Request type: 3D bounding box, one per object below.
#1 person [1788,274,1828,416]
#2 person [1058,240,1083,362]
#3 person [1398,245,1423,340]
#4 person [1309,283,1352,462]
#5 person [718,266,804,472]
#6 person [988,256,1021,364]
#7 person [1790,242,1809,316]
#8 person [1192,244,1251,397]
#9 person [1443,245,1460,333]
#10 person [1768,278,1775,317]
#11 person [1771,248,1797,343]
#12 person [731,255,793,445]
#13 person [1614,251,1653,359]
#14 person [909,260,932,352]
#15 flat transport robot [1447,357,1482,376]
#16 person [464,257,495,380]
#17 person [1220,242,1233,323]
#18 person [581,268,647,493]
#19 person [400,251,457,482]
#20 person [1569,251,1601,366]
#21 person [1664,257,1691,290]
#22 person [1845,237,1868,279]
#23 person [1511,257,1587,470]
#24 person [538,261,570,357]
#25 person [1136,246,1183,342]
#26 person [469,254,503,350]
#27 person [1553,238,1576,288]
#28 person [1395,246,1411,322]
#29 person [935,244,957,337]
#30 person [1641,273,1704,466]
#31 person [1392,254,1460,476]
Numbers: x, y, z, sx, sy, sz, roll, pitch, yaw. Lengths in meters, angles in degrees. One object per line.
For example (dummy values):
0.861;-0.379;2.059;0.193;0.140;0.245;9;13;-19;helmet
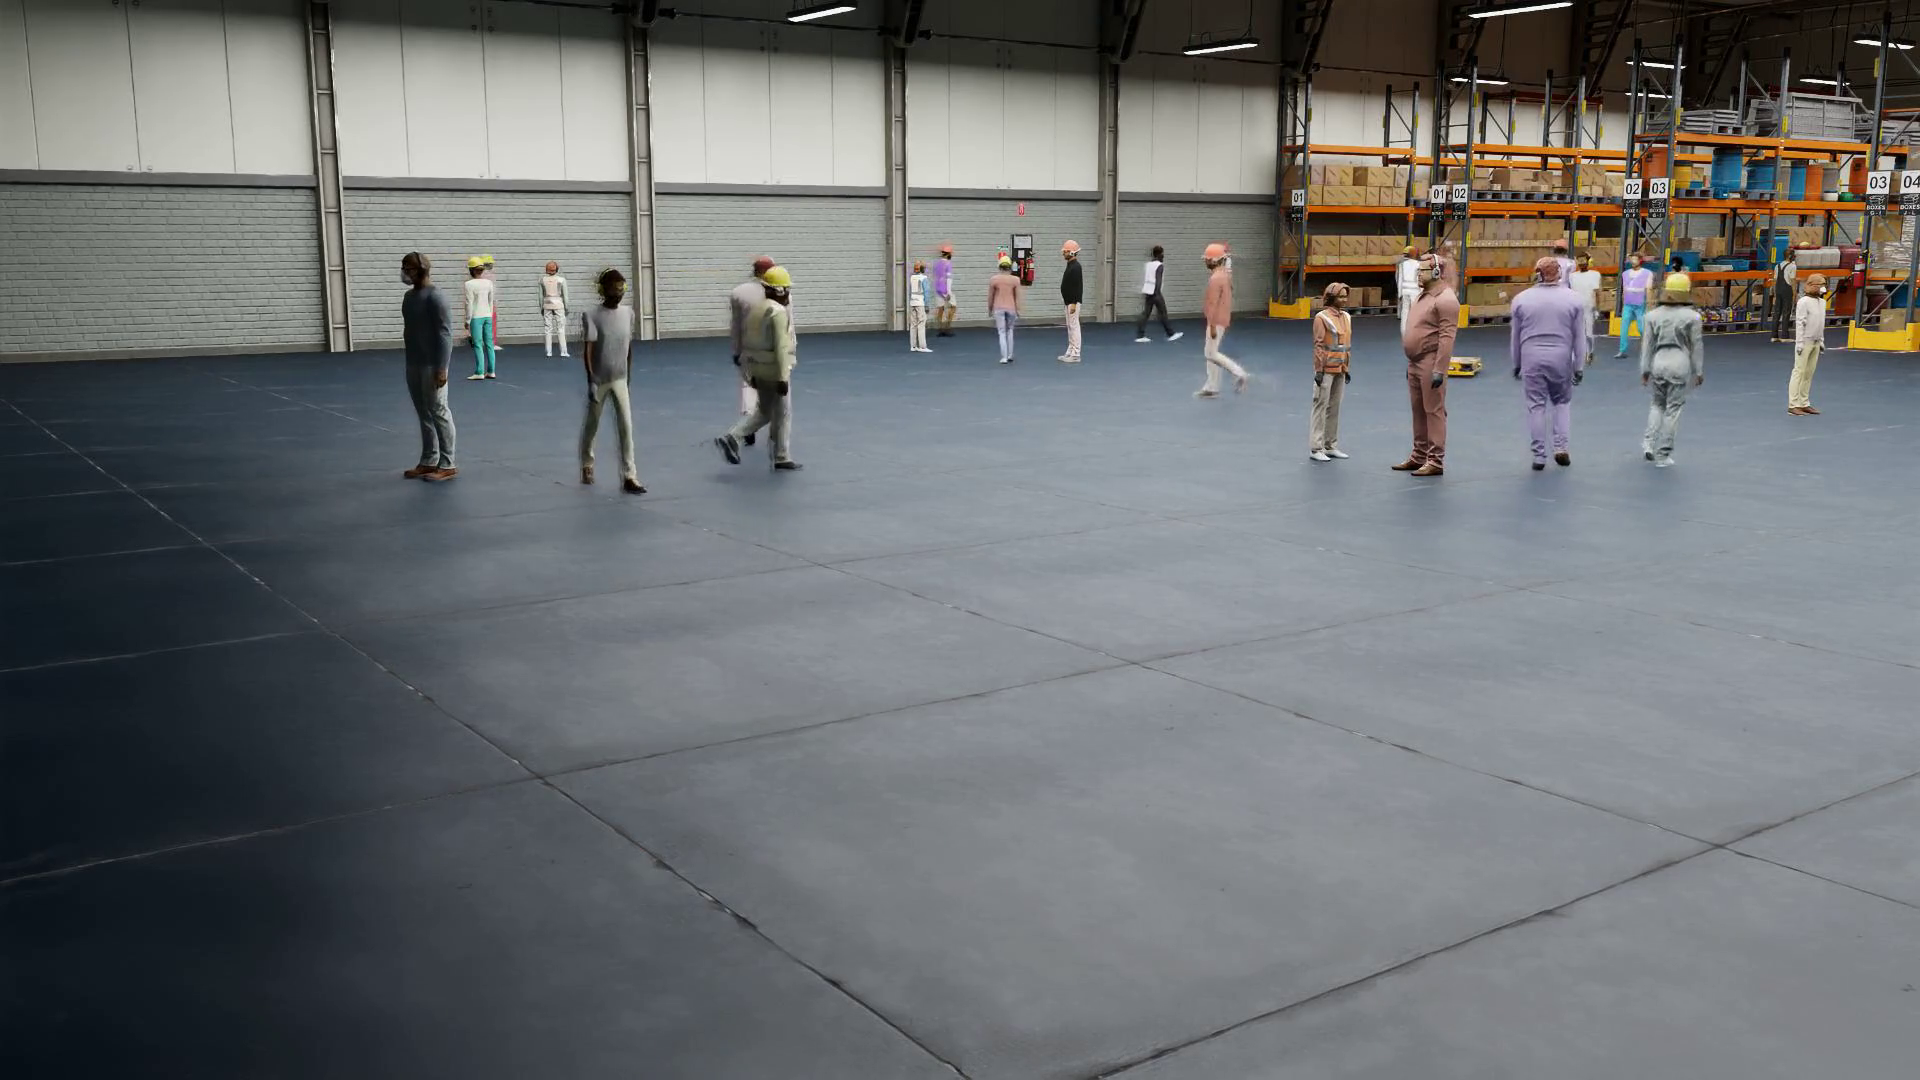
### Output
9.844;-2.260;19.259;0.498;1.634;0.279;-7;12;-32;person
1.835;-3.937;27.466;0.378;1.996;0.611;-1;10;-8;person
9.010;-4.921;33.165;0.346;1.882;0.580;-10;14;-43;person
3.431;-1.549;15.359;0.523;1.636;0.309;-10;14;-43;person
-1.731;-1.476;14.496;0.648;1.817;0.604;-6;12;-28;person
0.708;-3.767;27.272;0.526;1.732;0.795;-2;10;-10;person
21.309;-6.585;42.163;0.373;1.928;0.584;-6;12;-30;person
3.348;-2.776;21.185;0.674;1.976;0.609;4;11;20;person
10.406;-5.367;35.594;0.712;1.889;0.654;-1;10;-6;person
19.735;-6.246;40.311;0.373;1.928;0.543;-4;11;-22;person
16.067;-4.758;32.378;0.345;1.846;0.508;-4;11;-22;person
-1.981;-1.900;16.615;0.640;1.882;0.838;0;10;0;person
11.518;-3.995;28.285;0.874;1.813;0.579;-8;13;-36;person
-0.728;-4.173;29.733;0.314;1.641;0.515;-8;13;-36;person
7.424;-2.618;24.962;0.652;0.197;1.431;4;11;23;flat transport robot
-6.949;-3.193;24.016;0.314;1.769;0.525;5;12;27;person
6.267;-6.128;39.634;0.354;1.939;0.544;-9;14;-42;person
-2.899;-1.308;13.586;0.537;1.815;1.010;-8;13;-36;person
-4.505;-1.463;14.063;0.352;1.936;0.635;-10;14;-44;person
9.863;-3.637;26.244;0.523;1.846;0.833;7;12;32;person
14.301;-4.836;33.314;0.825;1.650;0.543;-4;11;-21;person
25.635;-7.622;47.532;0.609;2.044;0.393;6;12;31;person
5.238;-1.571;14.837;0.656;1.871;0.678;4;11;21;person
-6.950;-3.945;28.484;0.510;1.640;0.308;0;10;3;person
3.903;-4.841;32.767;0.987;1.863;0.618;-4;11;-21;person
-8.577;-4.289;30.040;0.539;1.750;0.578;6;12;30;person
11.104;-4.580;30.918;0.606;2.028;0.560;4;11;21;person
10.826;-6.199;40.310;0.404;1.834;0.591;-7;12;-34;person
-0.290;-5.131;34.255;0.518;1.913;0.540;-9;13;-39;person
6.400;-1.518;14.937;0.392;1.731;0.490;-9;14;-42;person
4.037;-1.512;14.413;0.410;1.909;0.643;-2;11;-10;person
